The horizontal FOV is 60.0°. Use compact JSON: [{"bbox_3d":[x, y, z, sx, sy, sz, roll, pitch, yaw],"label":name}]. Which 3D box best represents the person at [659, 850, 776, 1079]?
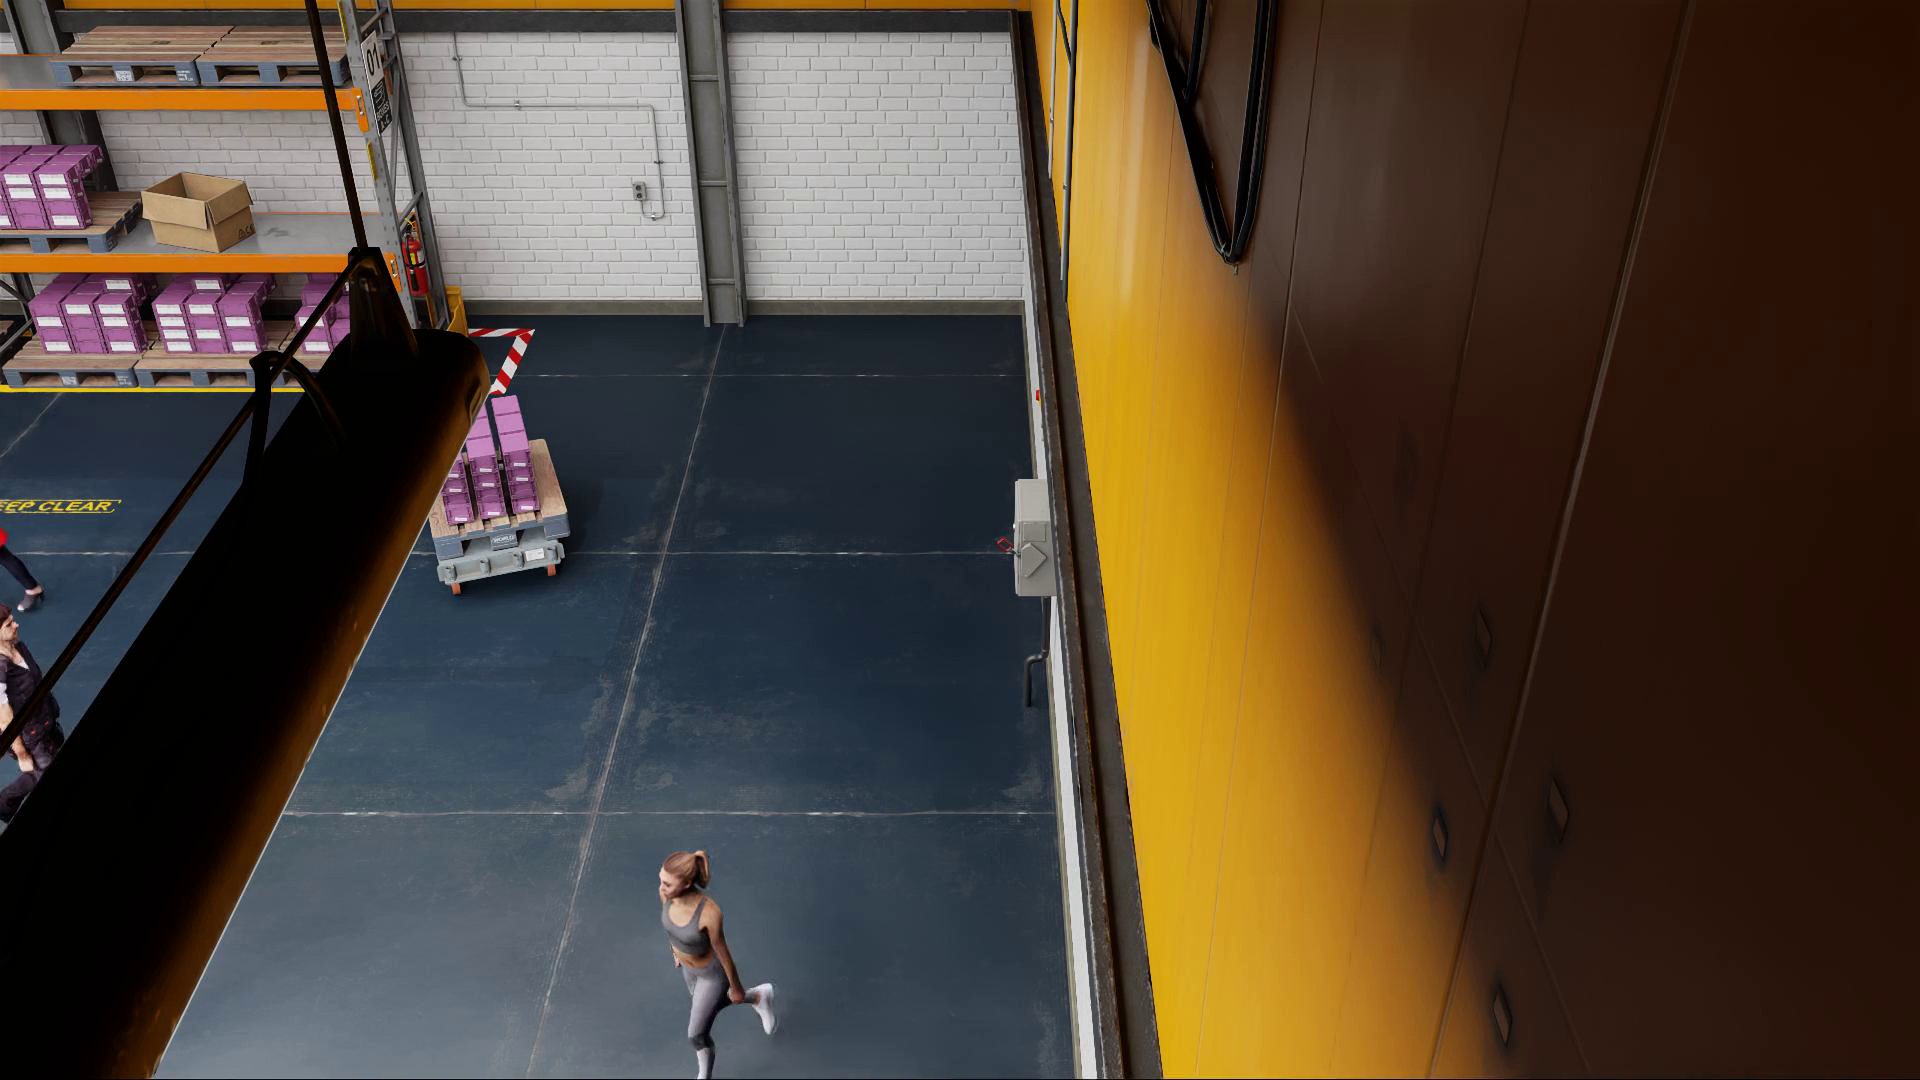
[{"bbox_3d":[-1.247,2.180,8.592,1.053,1.673,1.087,24,41,32],"label":"person"}]

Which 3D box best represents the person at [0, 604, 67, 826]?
[{"bbox_3d":[-5.676,1.169,9.970,1.003,1.831,0.775,-7,34,-10],"label":"person"}]
